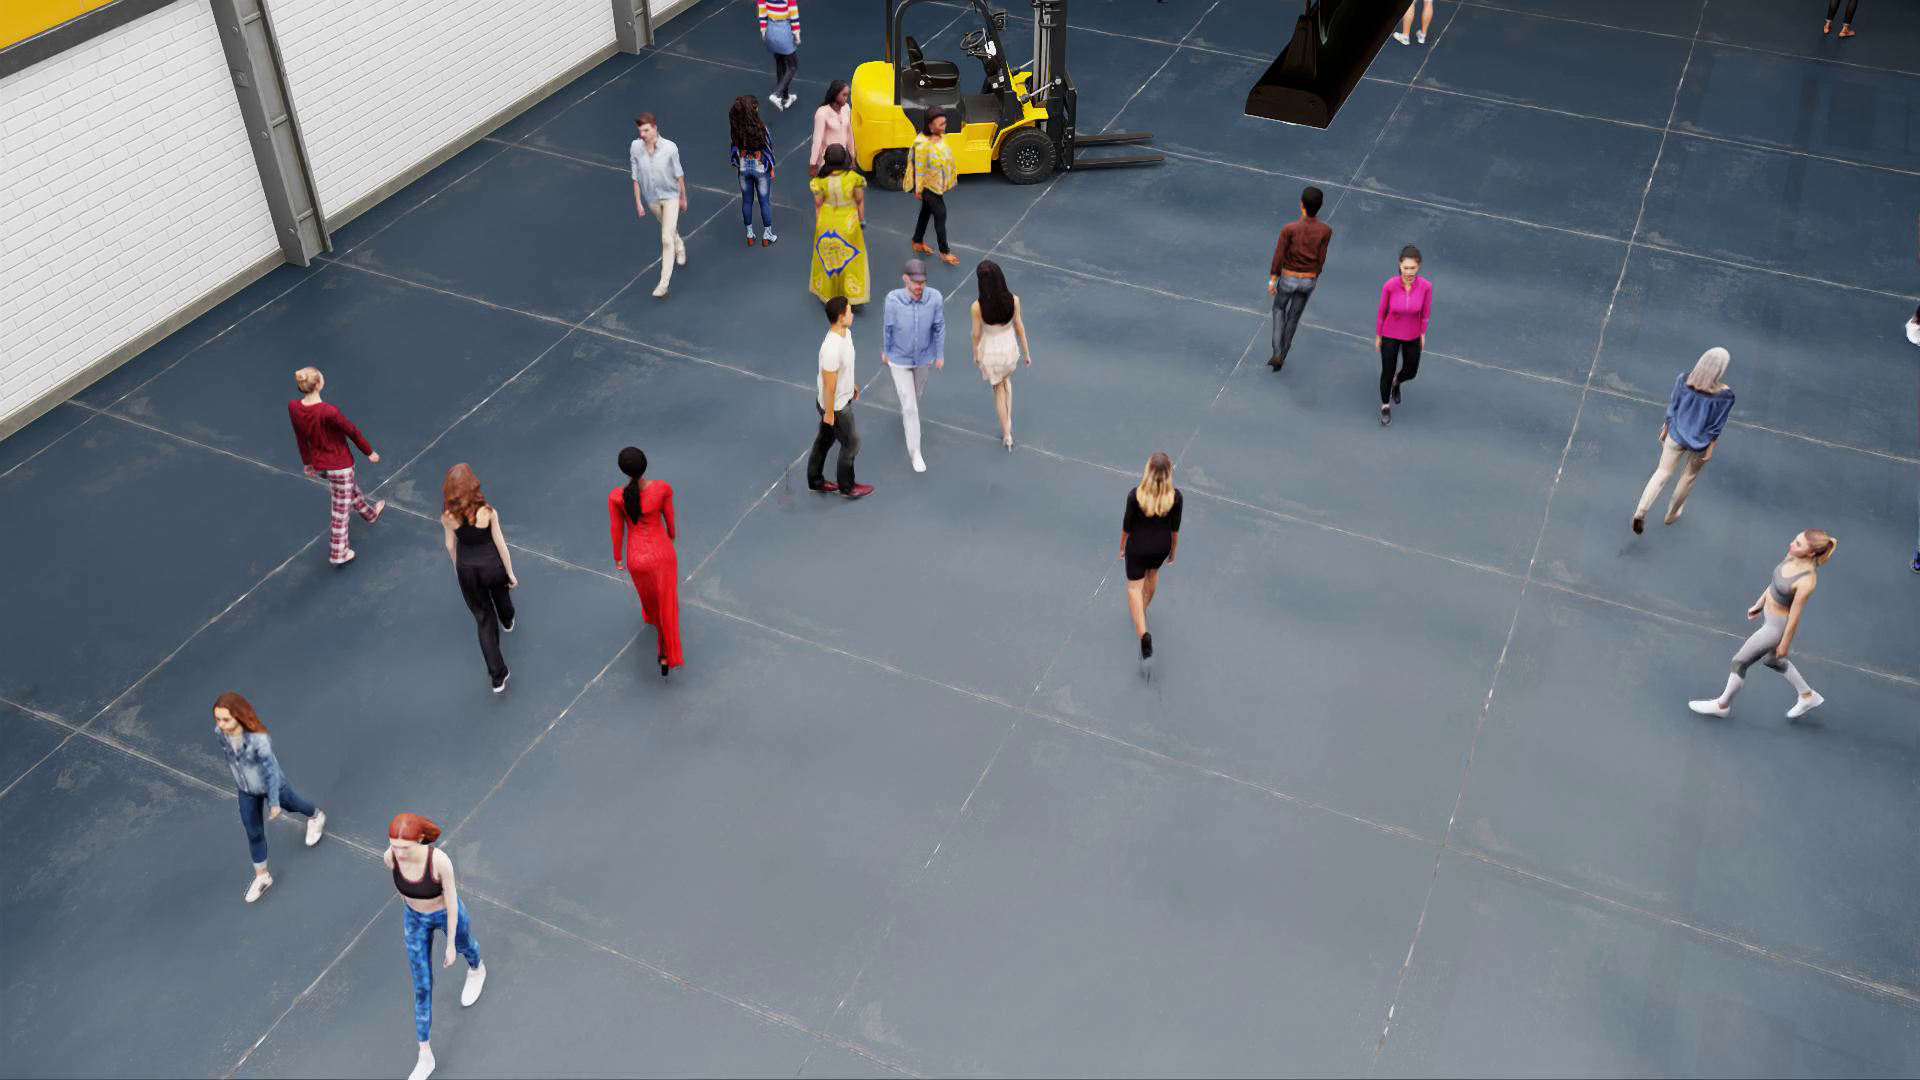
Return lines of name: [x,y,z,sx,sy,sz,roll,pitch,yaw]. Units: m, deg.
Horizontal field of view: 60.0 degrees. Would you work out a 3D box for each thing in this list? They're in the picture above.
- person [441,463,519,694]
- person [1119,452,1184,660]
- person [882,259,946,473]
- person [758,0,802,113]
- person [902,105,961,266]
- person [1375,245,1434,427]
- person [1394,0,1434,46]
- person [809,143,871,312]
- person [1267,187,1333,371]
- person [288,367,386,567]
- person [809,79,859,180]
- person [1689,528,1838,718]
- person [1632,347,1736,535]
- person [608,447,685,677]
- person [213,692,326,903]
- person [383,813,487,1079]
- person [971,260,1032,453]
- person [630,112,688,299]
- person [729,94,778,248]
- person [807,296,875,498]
person: [-3.372,0.302,11.672,1.058,1.686,1.234,-6,39,-7]
person: [1.351,0.124,11.921,0.875,1.652,1.067,-2,39,-3]
person: [-0.418,-1.572,13.901,1.137,1.831,1.251,-8,39,-9]
person: [-2.108,-5.805,19.228,0.649,1.798,0.860,16,41,19]
person: [-0.361,-3.553,16.540,0.776,1.633,0.772,13,40,15]
person: [3.777,-1.796,14.307,0.705,1.686,0.787,3,39,4]
person: [5.815,-7.158,20.879,0.775,1.852,0.787,-6,39,-7]
person: [-1.123,-2.948,15.785,0.946,1.640,0.986,-1,39,-1]
person: [3.025,-2.246,14.808,0.766,1.753,0.811,0,39,0]
person: [-4.851,-0.541,12.742,0.675,1.666,1.028,14,41,17]
person: [-1.355,-3.875,16.891,0.811,1.699,0.648,30,48,32]
person: [5.634,0.601,11.304,0.737,1.677,1.047,10,40,12]
person: [5.653,-0.738,12.987,0.811,1.679,1.054,30,48,32]
person: [-2.173,0.197,11.773,1.072,1.734,1.204,-10,40,-12]
person: [-4.306,1.480,10.392,0.719,1.441,1.051,8,39,10]
person: [-2.898,2.102,9.382,0.813,1.740,1.214,4,39,5]
person: [0.334,-1.464,13.867,0.781,1.705,0.825,-5,39,-6]
person: [-2.851,-3.348,16.158,0.874,1.792,1.348,6,39,7]
person: [-2.080,-3.733,16.779,0.658,1.617,0.612,9,39,11]
person: [-1.070,-1.101,13.372,0.912,1.766,0.870,7,39,8]
